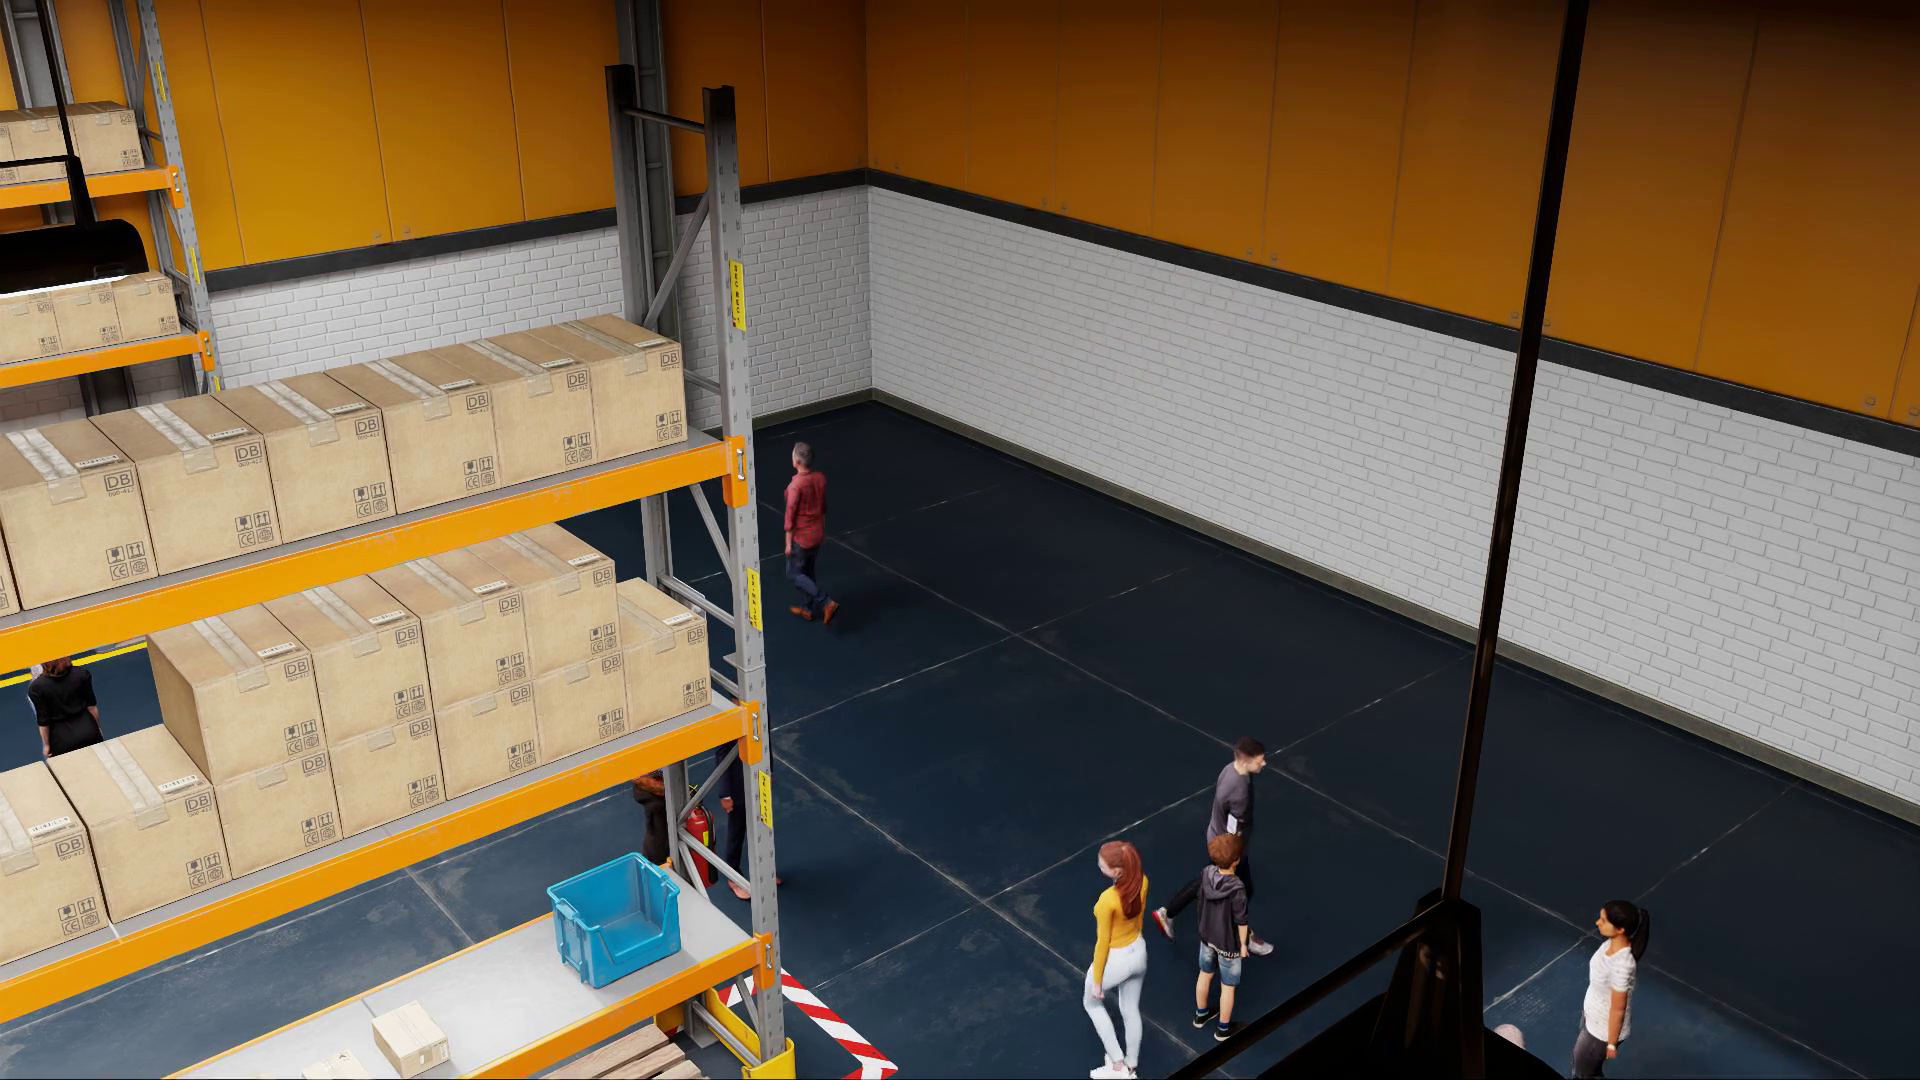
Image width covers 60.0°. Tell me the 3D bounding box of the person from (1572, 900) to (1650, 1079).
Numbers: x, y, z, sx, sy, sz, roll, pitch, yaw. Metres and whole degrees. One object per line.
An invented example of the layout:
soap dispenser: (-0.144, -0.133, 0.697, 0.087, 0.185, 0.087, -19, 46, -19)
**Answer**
person: (3.768, 2.765, 9.471, 0.808, 1.631, 0.795, 9, 25, 20)

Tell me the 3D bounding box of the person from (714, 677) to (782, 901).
person: (-1.520, 1.722, 11.743, 0.720, 1.723, 0.510, 20, 31, 38)

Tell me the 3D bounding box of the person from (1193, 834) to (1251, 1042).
person: (1.639, 2.463, 10.391, 0.507, 1.447, 0.523, -19, 30, -36)

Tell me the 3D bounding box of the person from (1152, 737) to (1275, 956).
person: (1.708, 2.040, 11.009, 1.172, 1.729, 1.127, 1, 24, 3)

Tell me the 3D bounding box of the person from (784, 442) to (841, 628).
person: (-1.390, -0.013, 15.602, 0.909, 1.812, 0.972, 16, 28, 32)

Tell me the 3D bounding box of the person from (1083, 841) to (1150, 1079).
person: (0.999, 2.551, 9.817, 0.530, 1.747, 0.703, -16, 28, -32)
